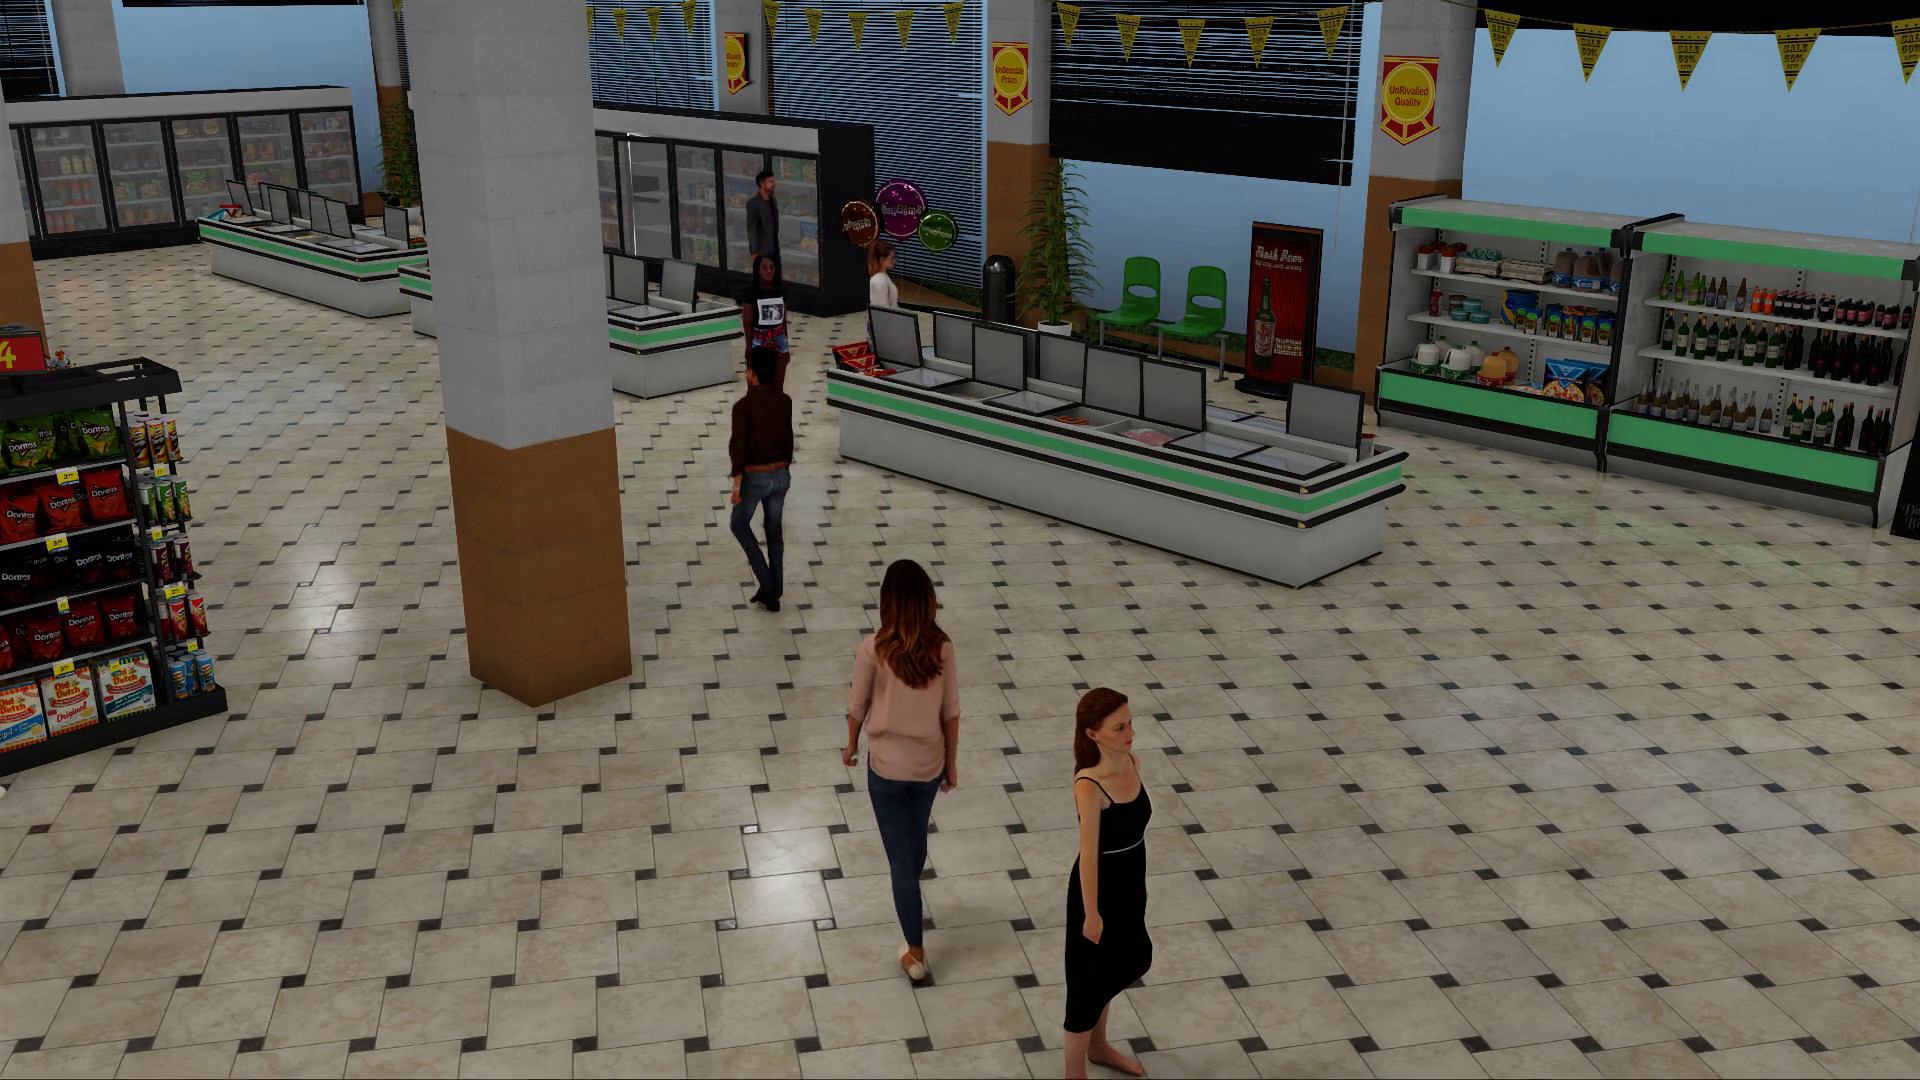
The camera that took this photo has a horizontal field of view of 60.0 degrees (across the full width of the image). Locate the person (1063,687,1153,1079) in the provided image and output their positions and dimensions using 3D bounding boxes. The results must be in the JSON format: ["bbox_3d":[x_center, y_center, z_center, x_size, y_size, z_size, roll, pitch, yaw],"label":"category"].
[{"bbox_3d":[0.530,1.300,6.143,0.630,1.625,0.623,11,22,30],"label":"person"}]

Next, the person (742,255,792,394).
[{"bbox_3d":[-1.722,-1.680,14.819,0.647,1.728,0.640,-13,23,-33],"label":"person"}]

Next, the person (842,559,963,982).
[{"bbox_3d":[-0.201,0.990,6.861,0.904,1.754,1.080,-6,20,-17],"label":"person"}]

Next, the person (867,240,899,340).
[{"bbox_3d":[-0.816,-1.950,15.643,0.861,1.714,0.799,0,19,-1],"label":"person"}]

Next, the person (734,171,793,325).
[{"bbox_3d":[-2.402,-3.482,19.965,1.040,1.855,0.878,8,20,23],"label":"person"}]

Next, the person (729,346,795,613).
[{"bbox_3d":[-1.233,-0.366,10.853,0.700,1.773,0.630,-15,24,-37],"label":"person"}]
